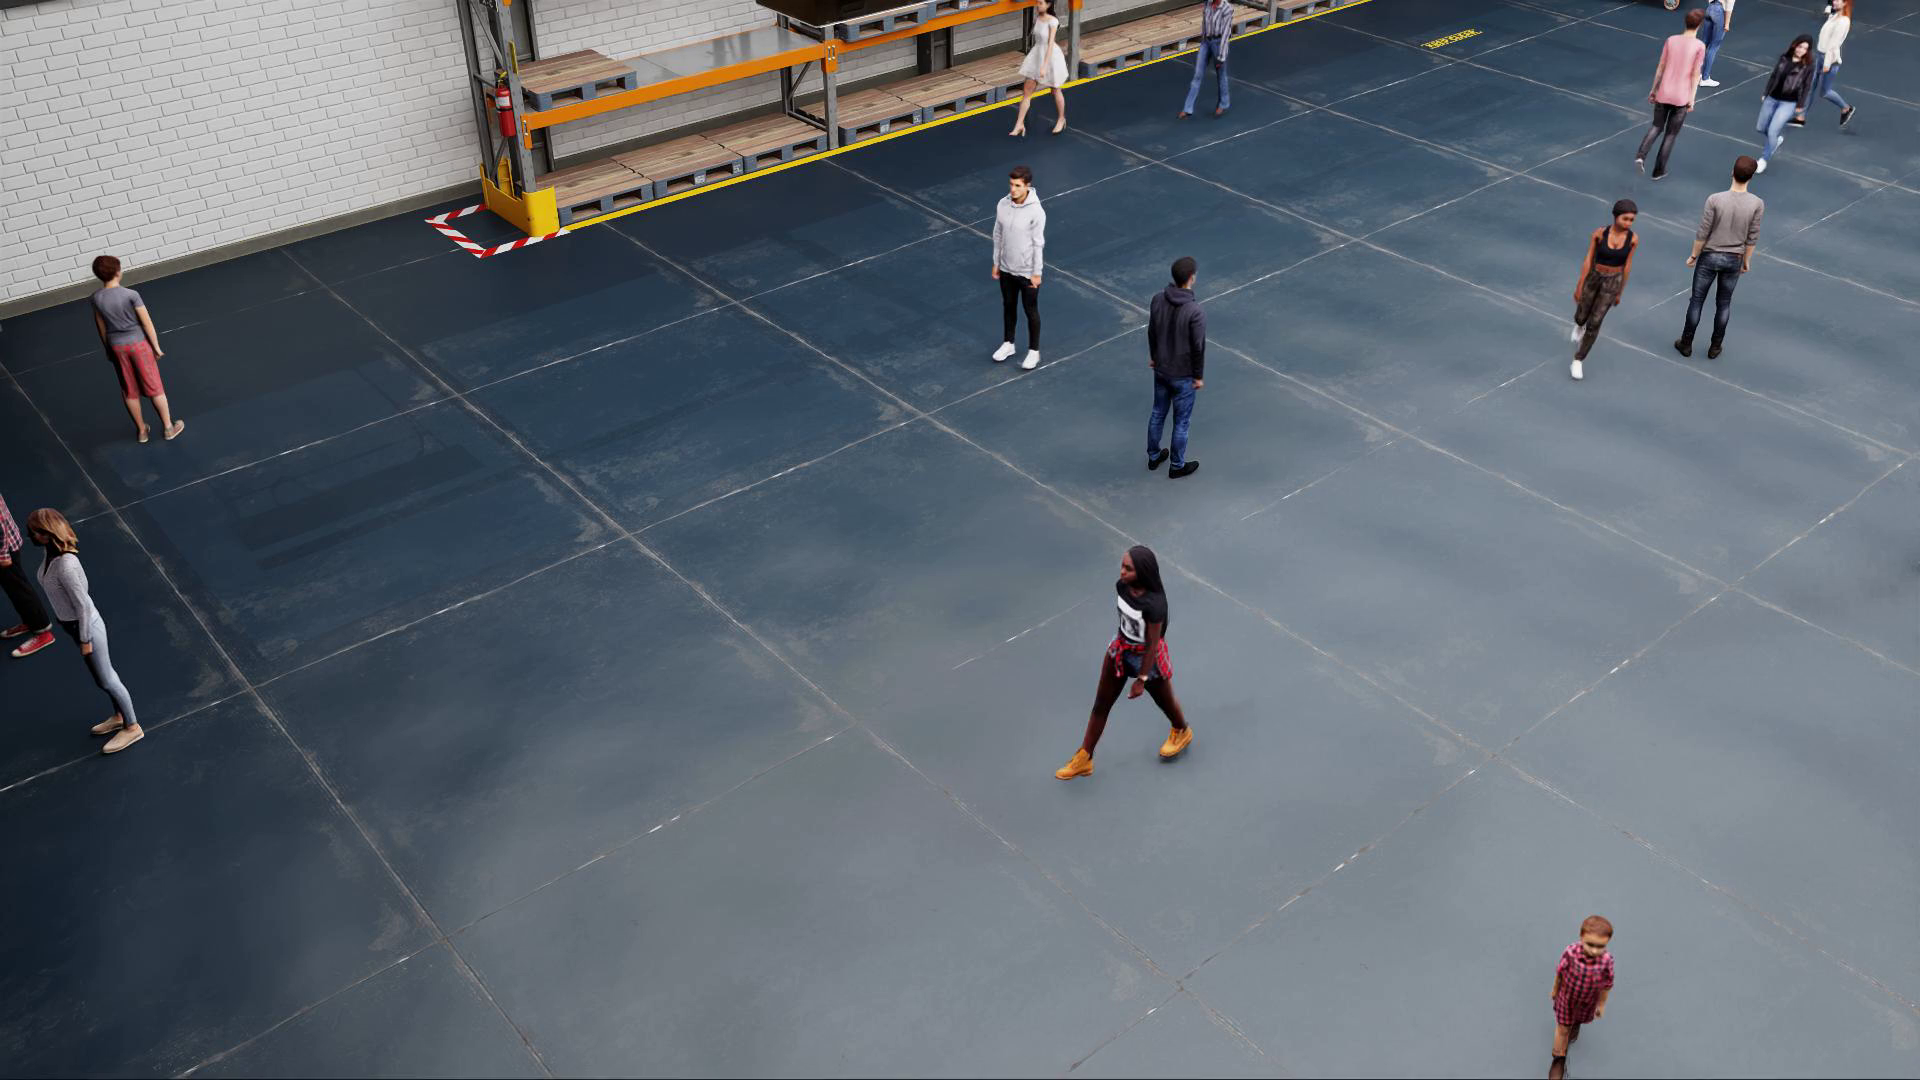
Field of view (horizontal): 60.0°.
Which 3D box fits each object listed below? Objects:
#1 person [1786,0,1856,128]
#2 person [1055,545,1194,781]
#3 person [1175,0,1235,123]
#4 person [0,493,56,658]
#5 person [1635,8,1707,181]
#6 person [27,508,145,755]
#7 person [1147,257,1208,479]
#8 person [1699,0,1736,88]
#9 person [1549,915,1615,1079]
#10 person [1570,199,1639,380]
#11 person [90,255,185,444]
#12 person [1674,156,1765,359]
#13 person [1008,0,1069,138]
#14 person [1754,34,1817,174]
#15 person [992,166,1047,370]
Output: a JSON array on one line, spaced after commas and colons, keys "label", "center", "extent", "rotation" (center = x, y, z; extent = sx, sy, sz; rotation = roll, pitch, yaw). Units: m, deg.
[{"label": "person", "center": [10.663, -5.814, 20.290], "extent": [1.028, 1.673, 1.031], "rotation": [8, 34, 12]}, {"label": "person", "center": [1.192, 0.764, 10.394], "extent": [1.224, 1.671, 0.652], "rotation": [-22, 39, -29]}, {"label": "person", "center": [3.210, -6.054, 20.582], "extent": [1.172, 1.747, 0.706], "rotation": [-28, 42, -35]}, {"label": "person", "center": [-6.671, -0.013, 11.482], "extent": [0.553, 1.761, 0.692], "rotation": [-26, 41, -33]}, {"label": "person", "center": [8.012, -4.983, 18.797], "extent": [0.699, 1.941, 0.919], "rotation": [29, 43, 36]}, {"label": "person", "center": [-5.578, 0.561, 10.587], "extent": [0.499, 1.796, 0.587], "rotation": [-24, 40, -31]}, {"label": "person", "center": [1.733, -1.384, 13.426], "extent": [0.698, 1.893, 0.599], "rotation": [27, 42, 35]}, {"label": "person", "center": [9.915, -6.842, 21.793], "extent": [0.689, 1.720, 0.689], "rotation": [-7, 34, -10]}, {"label": "person", "center": [3.239, 2.323, 8.641], "extent": [0.631, 1.015, 0.785], "rotation": [12, 35, 17]}, {"label": "person", "center": [5.788, -2.306, 15.015], "extent": [0.895, 1.670, 1.034], "rotation": [11, 35, 16]}, {"label": "person", "center": [-6.971, -1.599, 13.970], "extent": [0.621, 1.649, 0.734], "rotation": [-6, 34, -9]}, {"label": "person", "center": [6.957, -2.570, 15.198], "extent": [0.784, 1.906, 0.798], "rotation": [8, 34, 12]}, {"label": "person", "center": [1.115, -5.737, 20.114], "extent": [1.081, 1.738, 0.686], "rotation": [-22, 39, -29]}, {"label": "person", "center": [9.524, -5.047, 19.191], "extent": [0.822, 1.610, 0.677], "rotation": [-20, 39, -27]}, {"label": "person", "center": [0.551, -2.492, 15.065], "extent": [0.733, 1.924, 0.681], "rotation": [19, 38, 26]}]
